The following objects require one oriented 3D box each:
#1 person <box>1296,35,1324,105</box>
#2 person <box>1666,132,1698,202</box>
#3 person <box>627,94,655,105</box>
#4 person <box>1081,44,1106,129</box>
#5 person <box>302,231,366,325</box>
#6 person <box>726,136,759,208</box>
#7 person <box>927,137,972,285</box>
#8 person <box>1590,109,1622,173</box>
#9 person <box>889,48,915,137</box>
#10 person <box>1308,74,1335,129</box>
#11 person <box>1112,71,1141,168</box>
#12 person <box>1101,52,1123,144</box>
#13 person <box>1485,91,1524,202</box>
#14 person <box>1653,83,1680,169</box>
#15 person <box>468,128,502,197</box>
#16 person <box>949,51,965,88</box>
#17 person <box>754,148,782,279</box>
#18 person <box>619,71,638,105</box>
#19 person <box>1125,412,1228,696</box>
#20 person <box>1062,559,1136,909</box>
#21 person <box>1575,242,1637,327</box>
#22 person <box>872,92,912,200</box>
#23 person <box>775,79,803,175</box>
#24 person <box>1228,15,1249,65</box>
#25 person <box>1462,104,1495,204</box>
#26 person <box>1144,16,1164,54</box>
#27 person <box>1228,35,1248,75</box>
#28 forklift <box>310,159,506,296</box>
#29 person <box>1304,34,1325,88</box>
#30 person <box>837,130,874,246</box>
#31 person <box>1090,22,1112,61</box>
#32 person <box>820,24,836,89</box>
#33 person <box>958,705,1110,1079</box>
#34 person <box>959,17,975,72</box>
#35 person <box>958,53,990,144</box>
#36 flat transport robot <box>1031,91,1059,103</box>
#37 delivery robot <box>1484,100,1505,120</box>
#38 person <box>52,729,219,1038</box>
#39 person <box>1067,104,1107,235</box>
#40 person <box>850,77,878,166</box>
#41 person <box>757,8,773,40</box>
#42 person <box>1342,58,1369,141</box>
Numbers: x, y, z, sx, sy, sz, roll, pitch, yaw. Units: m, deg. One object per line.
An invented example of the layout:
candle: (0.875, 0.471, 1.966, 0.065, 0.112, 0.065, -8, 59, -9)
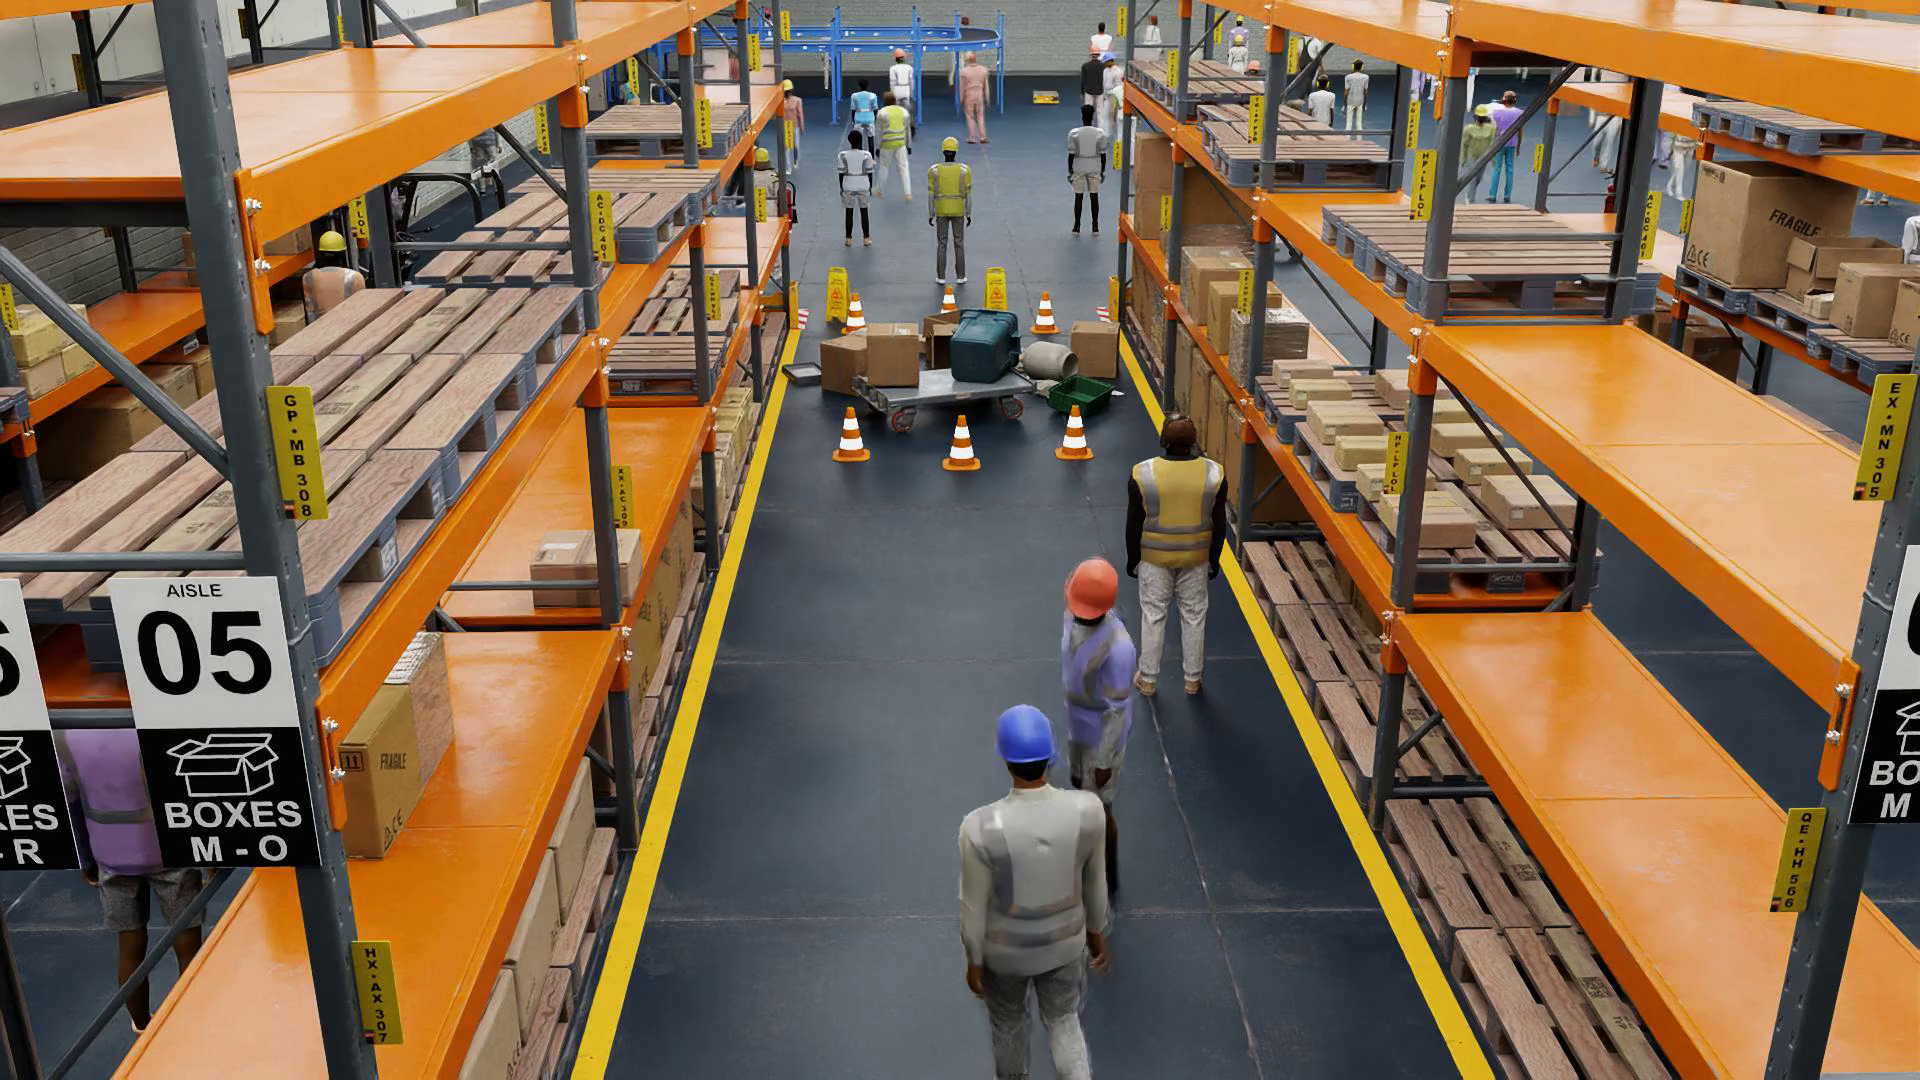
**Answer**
person: (8.974, -12.248, 42.727, 1.036, 2.000, 0.684, -16, 26, -37)
person: (12.426, -6.688, 28.627, 0.523, 1.611, 0.761, -3, 21, -7)
person: (-5.618, -7.216, 29.566, 0.547, 1.942, 0.351, -1, 21, -2)
person: (2.924, -9.723, 36.122, 0.620, 1.993, 0.393, -1, 21, -2)
person: (-5.797, -1.931, 15.616, 0.589, 1.927, 0.368, -1, 21, -2)
person: (-3.623, -6.469, 27.674, 0.628, 1.882, 0.490, 15, 25, 34)
person: (-0.134, -4.341, 21.986, 0.589, 1.927, 0.368, -1, 21, -2)
person: (12.292, -7.958, 31.545, 0.647, 1.925, 0.552, 7, 22, 17)
person: (-1.245, -9.671, 36.082, 0.547, 1.923, 0.634, -10, 23, -24)
person: (6.679, -7.681, 30.895, 0.520, 1.871, 0.326, -1, 21, -2)
person: (3.210, -8.086, 31.991, 0.566, 1.849, 0.387, -1, 21, -2)
person: (3.194, -9.350, 35.266, 0.854, 1.885, 0.712, -13, 25, -32)
person: (9.269, -6.687, 28.293, 0.566, 1.849, 0.387, -1, 21, -2)
person: (13.456, -8.111, 32.014, 0.666, 1.880, 0.505, -3, 21, -8)
person: (-8.229, -6.879, 28.826, 0.593, 1.833, 0.404, -1, 21, -2)
person: (0.002, -13.423, 46.452, 0.814, 1.599, 0.508, 15, 25, 34)
person: (-2.623, -4.369, 22.314, 0.488, 1.746, 0.287, -1, 21, -2)
person: (-6.407, -8.316, 32.663, 0.512, 1.811, 0.505, -2, 21, -4)
person: (1.334, 0.096, 10.375, 0.626, 1.846, 0.429, -1, 21, -2)
person: (0.643, 0.906, 8.178, 0.487, 1.885, 0.706, -7, 22, -18)
person: (5.777, -1.735, 15.084, 0.631, 1.939, 0.370, -1, 21, -2)
person: (-1.181, -6.783, 28.633, 0.707, 1.780, 0.935, -12, 24, -28)
person: (-3.222, -7.814, 31.406, 0.532, 1.746, 0.608, -1, 21, -2)
person: (7.915, -13.938, 47.354, 0.589, 1.927, 0.368, -1, 21, -2)
person: (8.550, -6.346, 27.555, 0.523, 1.734, 0.850, -1, 21, -4)
person: (5.645, -14.364, 48.626, 1.035, 1.831, 0.578, -10, 23, -25)
person: (7.080, -11.997, 42.479, 0.488, 1.744, 0.295, -1, 21, -2)
forklift: (-5.622, -2.910, 17.832, 2.313, 2.155, 1.214, -1, 21, -1)
person: (9.836, -13.562, 46.358, 0.604, 1.929, 0.787, 5, 21, 12)
person: (-1.532, -5.180, 24.525, 0.537, 1.696, 0.318, -1, 21, -2)
person: (3.795, -12.936, 44.742, 0.595, 1.902, 0.618, -1, 21, -3)
person: (-3.643, -13.503, 46.460, 0.488, 1.744, 0.295, -1, 21, -2)
person: (0.304, 1.560, 6.400, 0.622, 1.922, 0.745, -6, 22, -15)
person: (0.147, -14.155, 48.072, 0.605, 1.830, 0.407, 3, 21, 7)
person: (0.301, -9.399, 35.444, 0.767, 1.874, 0.412, -9, 23, -22)
flat transport robot: (2.216, -11.545, 43.331, 0.652, 0.197, 1.431, 0, 21, 0)
delivery robot: (12.415, -9.993, 38.702, 0.707, 0.478, 0.477, 15, 26, 35)
person: (-3.402, 1.283, 6.954, 0.609, 2.048, 0.367, -1, 21, -2)
person: (1.932, -5.643, 25.373, 0.608, 1.966, 0.365, -1, 21, -2)
person: (-1.852, -8.116, 32.285, 0.537, 1.696, 0.318, -1, 21, -2)
person: (-5.637, -14.538, 48.772, 0.609, 2.048, 0.367, -1, 21, -2)
person: (8.135, -8.965, 34.288, 0.520, 1.871, 0.326, -1, 21, -2)
